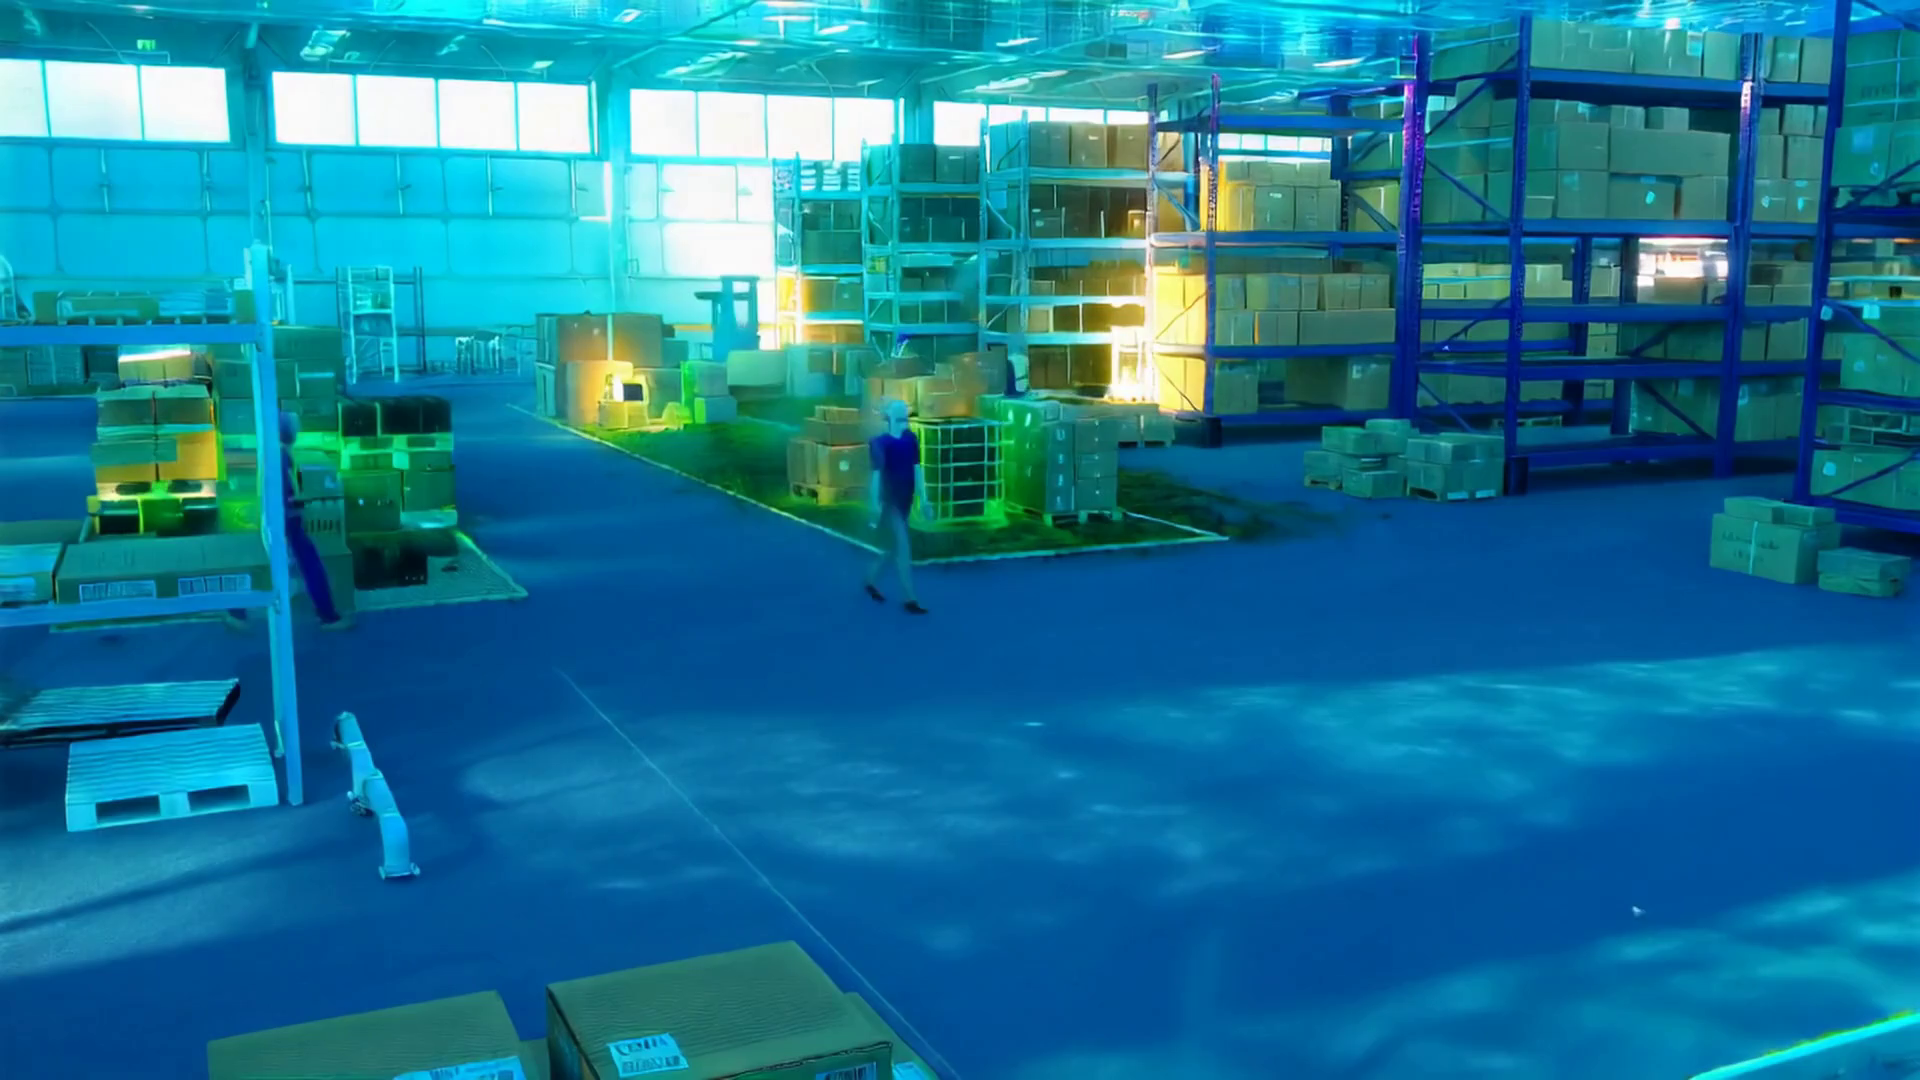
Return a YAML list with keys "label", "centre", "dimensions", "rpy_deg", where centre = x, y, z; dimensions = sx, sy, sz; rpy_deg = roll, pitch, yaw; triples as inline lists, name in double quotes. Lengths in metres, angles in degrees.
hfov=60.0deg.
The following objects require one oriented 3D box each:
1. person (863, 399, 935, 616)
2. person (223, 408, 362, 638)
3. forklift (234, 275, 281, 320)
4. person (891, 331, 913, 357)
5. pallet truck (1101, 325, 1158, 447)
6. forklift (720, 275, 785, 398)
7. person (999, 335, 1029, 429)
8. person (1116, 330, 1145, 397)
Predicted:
- label: "person"
  centre: [-0.558, -0.309, 14.277]
  dimensions: [0.512, 1.831, 0.936]
  rpy_deg: [-9, 13, -44]
- label: "person"
  centre: [-5.354, -0.126, 13.134]
  dimensions: [1.012, 1.841, 0.579]
  rpy_deg: [-5, 10, -28]
- label: "forklift"
  centre: [-15.741, -4.569, 37.434]
  dimensions: [1.129, 2.768, 1.873]
  rpy_deg: [-4, 10, -25]
- label: "person"
  centre: [-1.236, -3.758, 36.265]
  dimensions: [0.524, 1.624, 0.544]
  rpy_deg: [5, 10, 27]
- label: "pallet truck"
  centre: [2.881, -2.596, 27.923]
  dimensions: [0.823, 1.965, 1.885]
  rpy_deg: [-1, 9, -7]
- label: "forklift"
  centre: [-5.074, -4.753, 38.575]
  dimensions: [1.873, 2.768, 1.129]
  rpy_deg: [8, 12, 39]
- label: "person"
  centre: [0.941, -2.420, 27.235]
  dimensions: [1.006, 1.873, 0.609]
  rpy_deg: [5, 10, 28]
- label: "person"
  centre: [3.288, -3.215, 32.406]
  dimensions: [0.978, 1.787, 0.653]
  rpy_deg: [-4, 10, -25]
